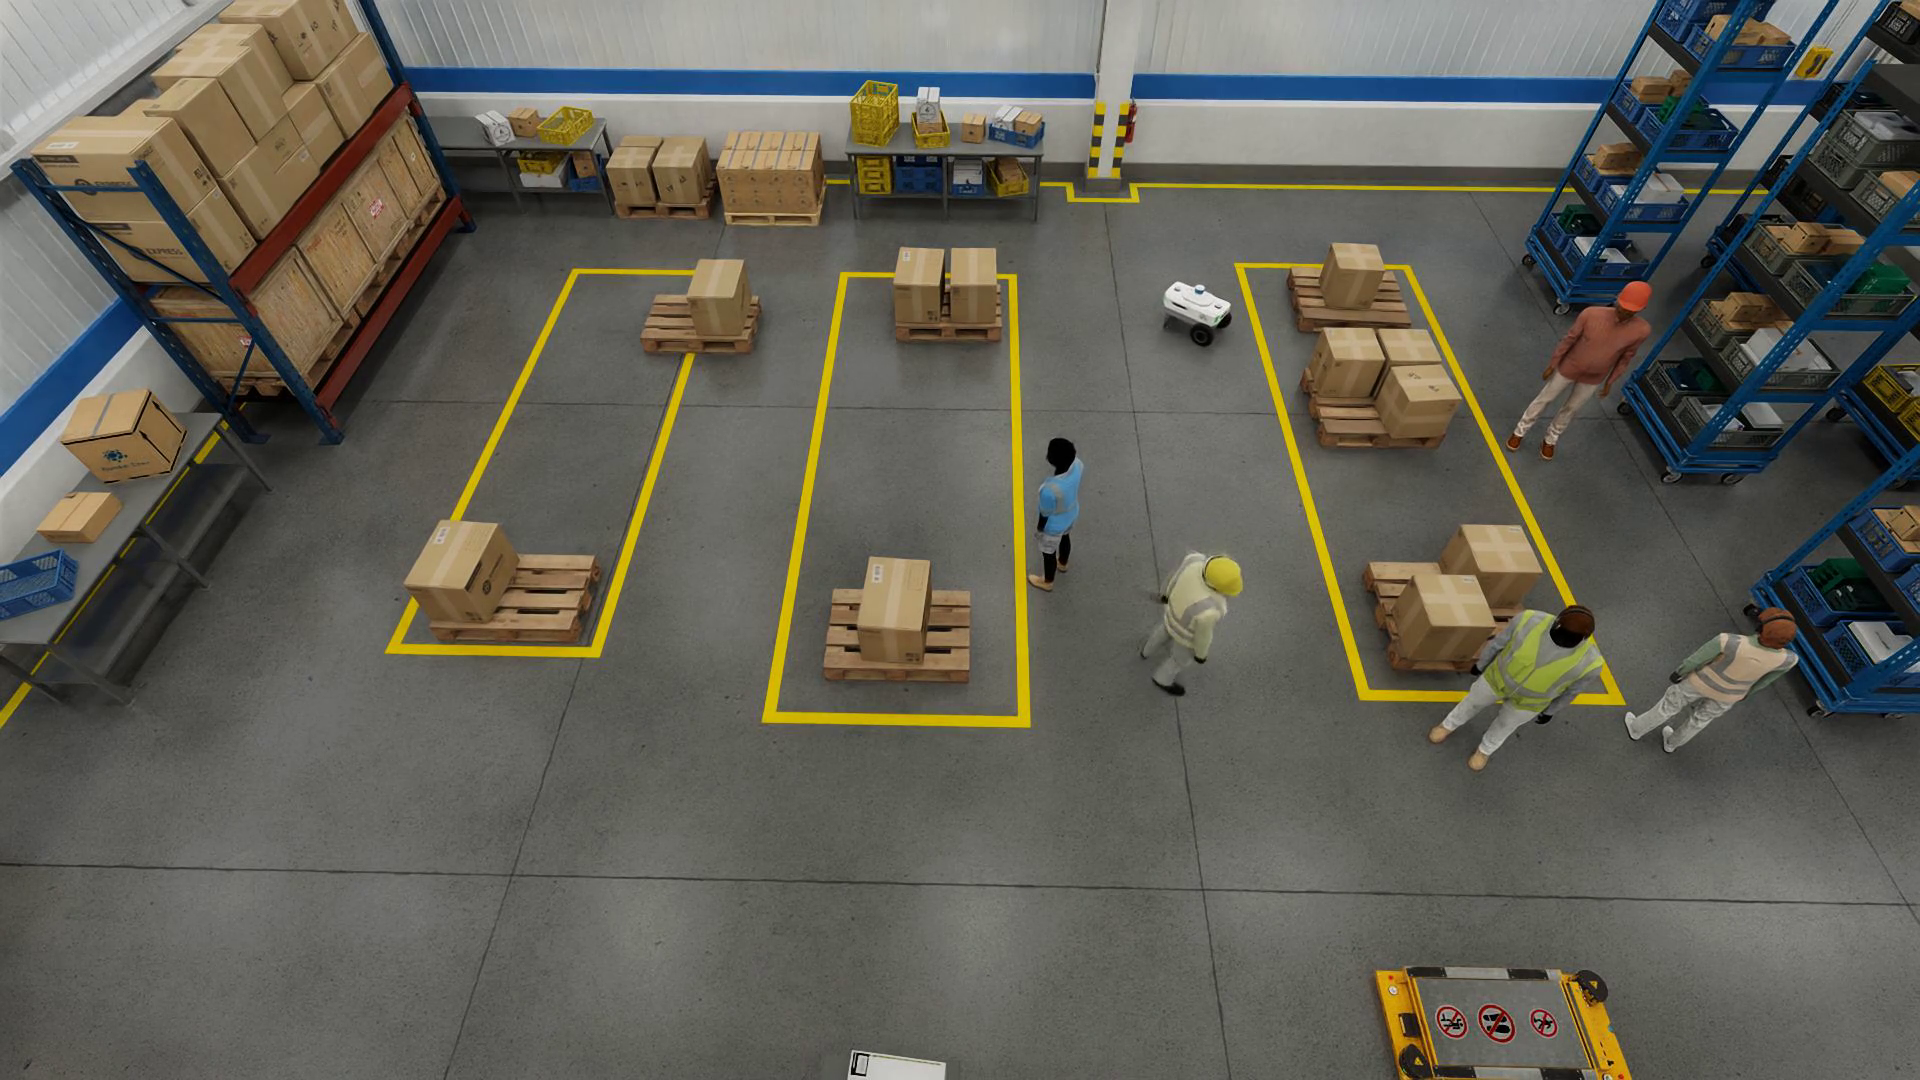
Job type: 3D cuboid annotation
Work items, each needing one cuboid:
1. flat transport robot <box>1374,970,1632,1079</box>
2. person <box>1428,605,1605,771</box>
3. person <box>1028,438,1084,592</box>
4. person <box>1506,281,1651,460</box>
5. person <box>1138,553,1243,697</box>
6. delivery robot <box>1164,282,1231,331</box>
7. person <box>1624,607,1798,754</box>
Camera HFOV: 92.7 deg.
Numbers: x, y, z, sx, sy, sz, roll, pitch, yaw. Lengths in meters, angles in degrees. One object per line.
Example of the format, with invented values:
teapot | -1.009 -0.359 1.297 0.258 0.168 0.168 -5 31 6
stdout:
flat transport robot | 3.501 3.133 5.914 1.431 0.197 0.652 1 51 1
person | 4.004 1.055 6.600 0.429 1.846 0.633 -36 59 -26
person | 0.810 -0.202 7.724 0.319 1.692 0.532 30 57 22
person | 5.877 -1.586 8.658 0.608 1.995 0.377 21 54 16
person | 1.746 0.589 7.022 0.416 1.782 0.747 -6 51 -4
delivery robot | 2.678 -2.666 10.401 0.707 0.478 0.477 32 58 23
person | 5.525 1.061 6.732 0.514 1.633 0.312 19 53 15
